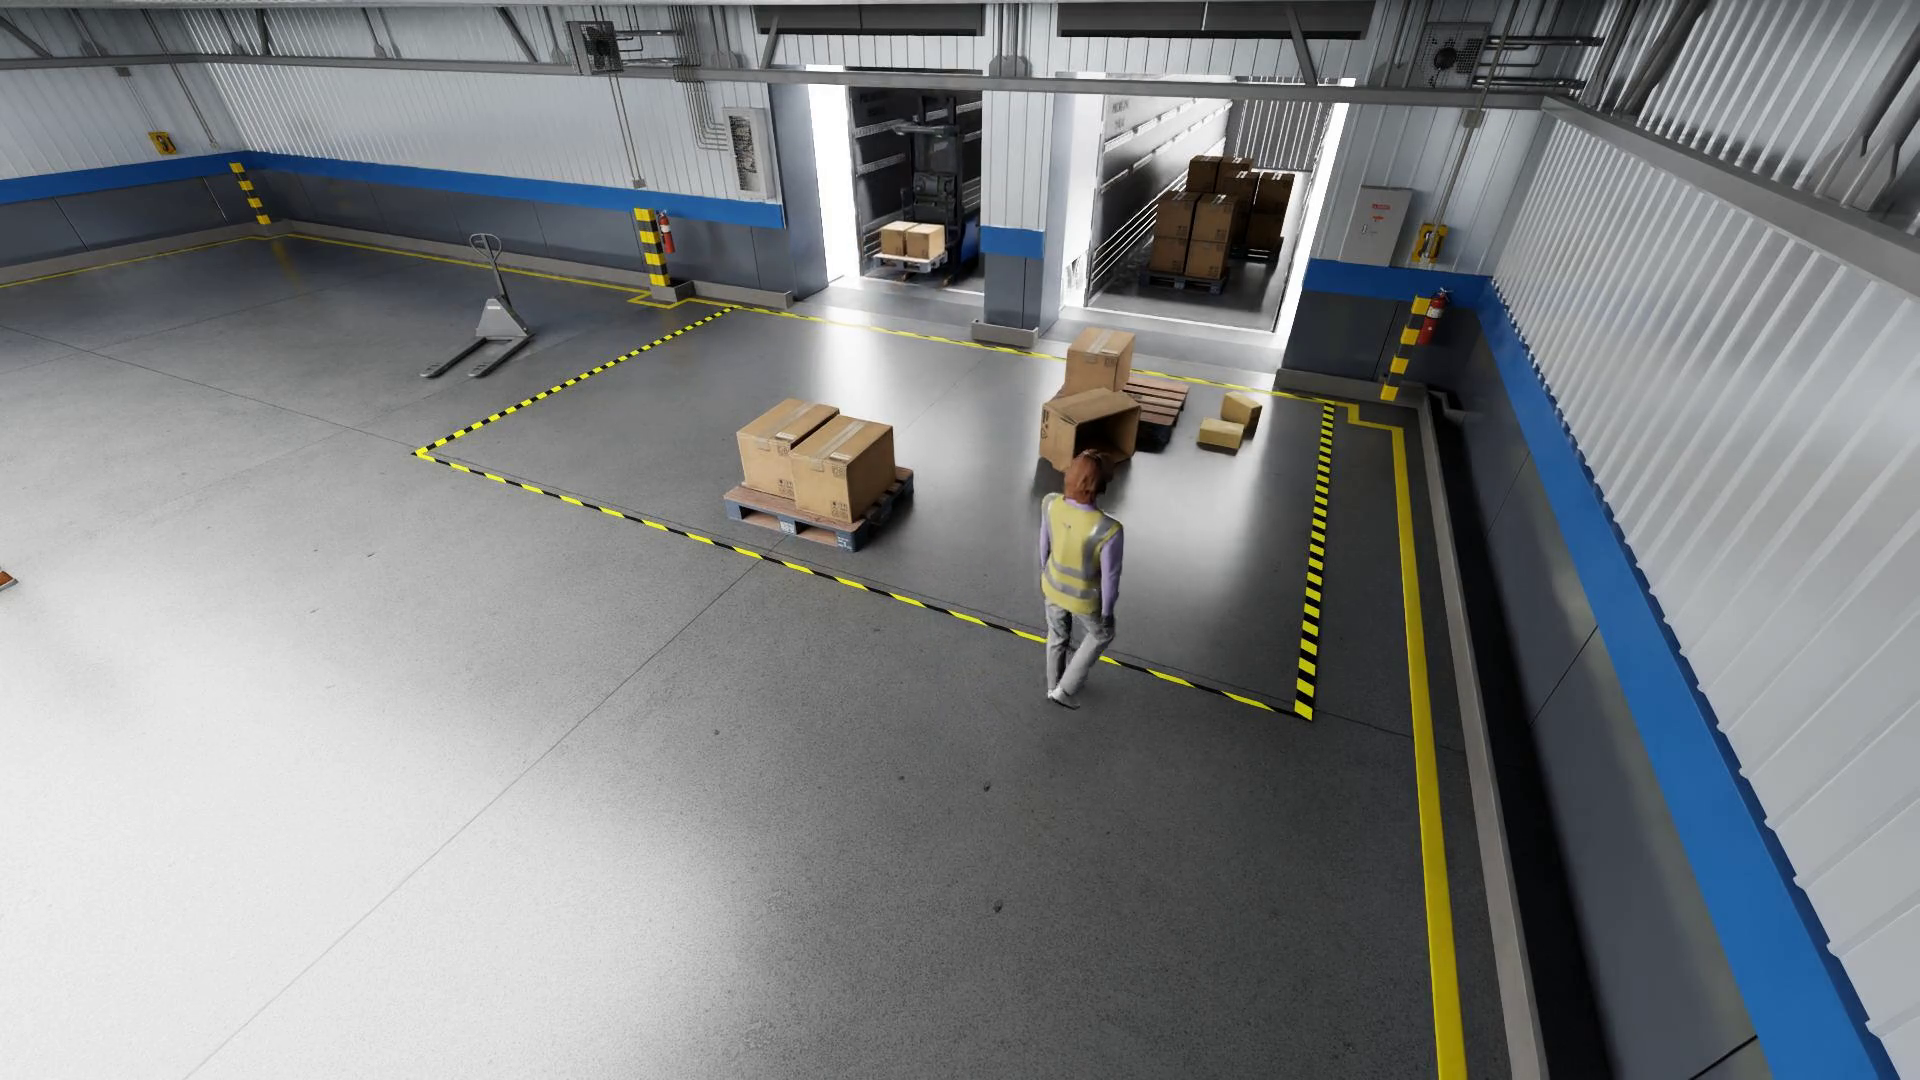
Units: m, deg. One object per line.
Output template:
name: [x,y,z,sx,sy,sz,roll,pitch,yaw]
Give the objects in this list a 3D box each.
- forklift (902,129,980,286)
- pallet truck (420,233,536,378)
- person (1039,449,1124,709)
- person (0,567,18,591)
forklift: [-0.182,-5.132,11.133,0.716,2.013,0.776,15,38,20]
pallet truck: [-5.664,-2.712,8.427,0.680,1.201,1.601,0,35,-1]
person: [0.605,0.278,3.888,0.406,1.623,0.542,-29,45,-34]
person: [-6.919,-0.447,4.637,0.613,1.946,0.387,16,38,21]
